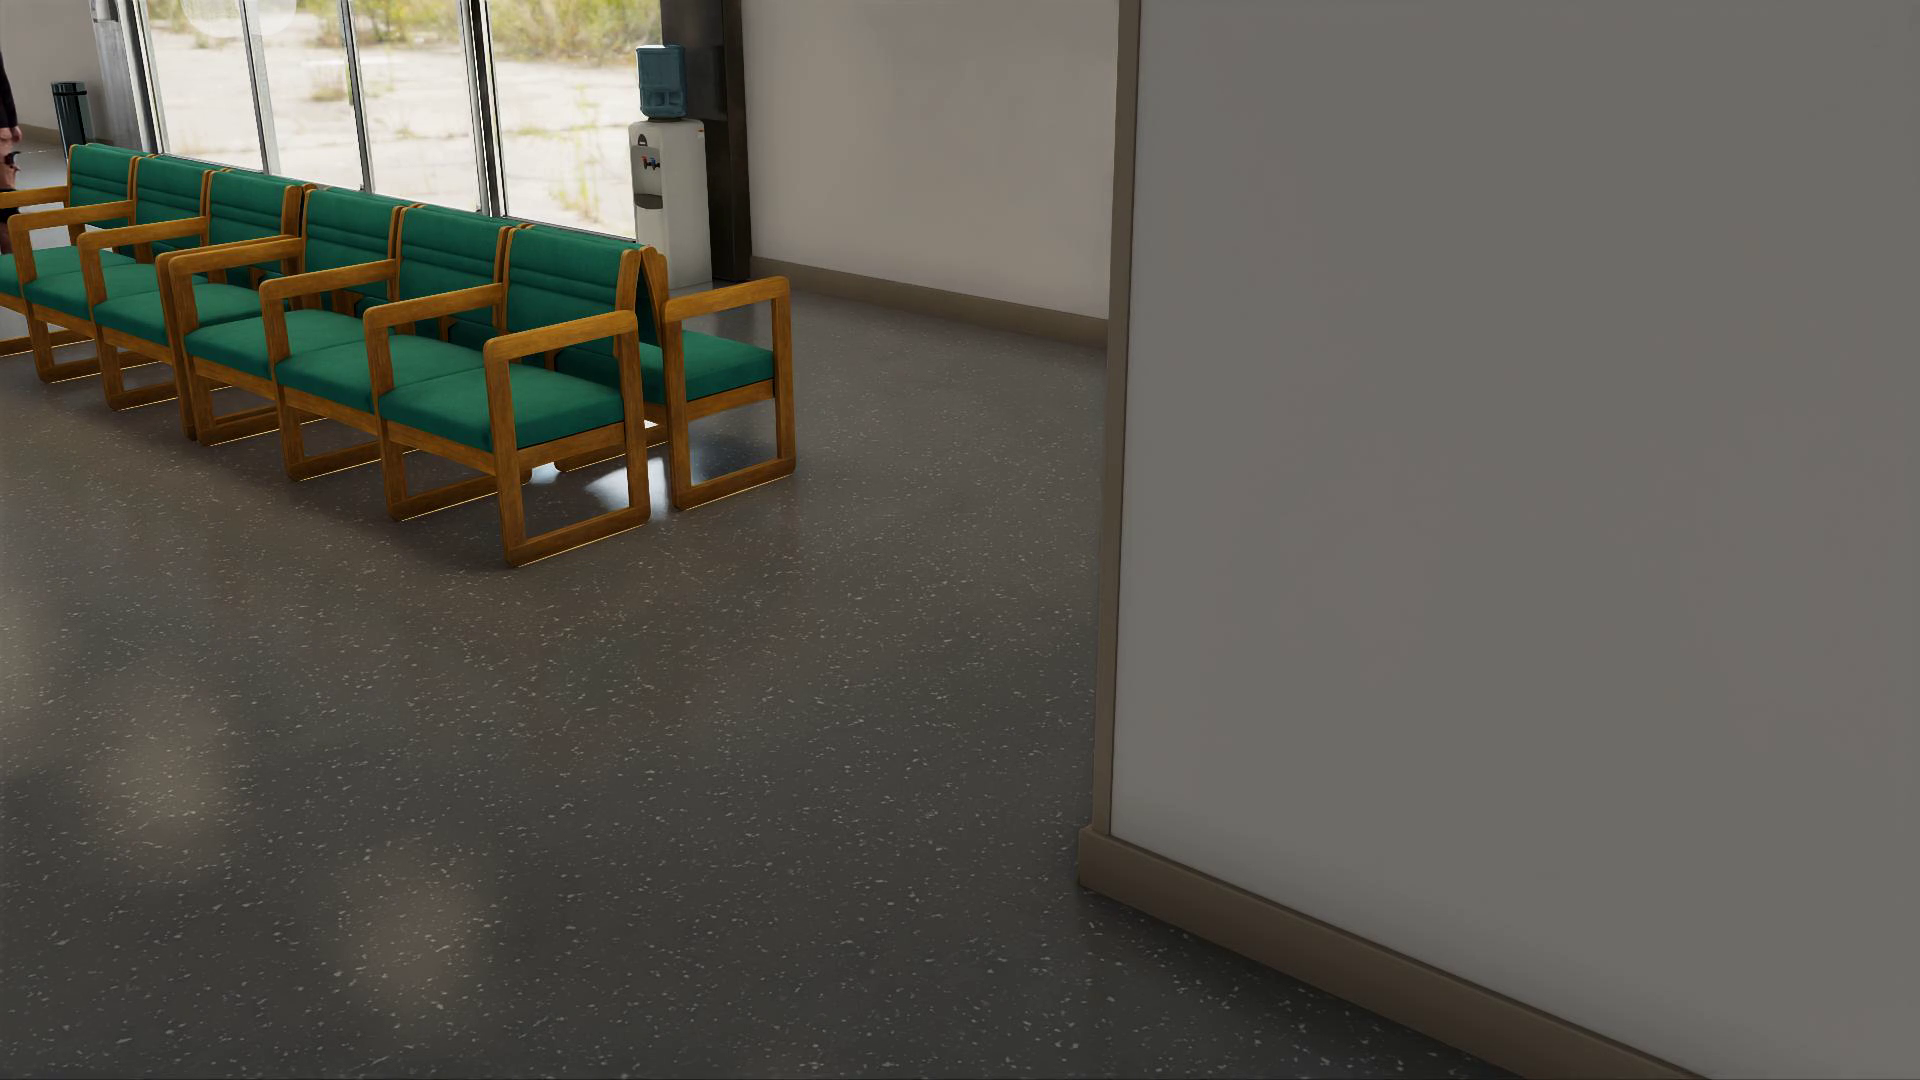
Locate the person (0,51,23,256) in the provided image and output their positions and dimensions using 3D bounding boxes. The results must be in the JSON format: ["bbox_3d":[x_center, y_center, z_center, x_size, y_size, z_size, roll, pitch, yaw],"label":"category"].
[{"bbox_3d":[-6.340,-2.638,10.698,0.755,1.921,0.533,18,27,39],"label":"person"}]
